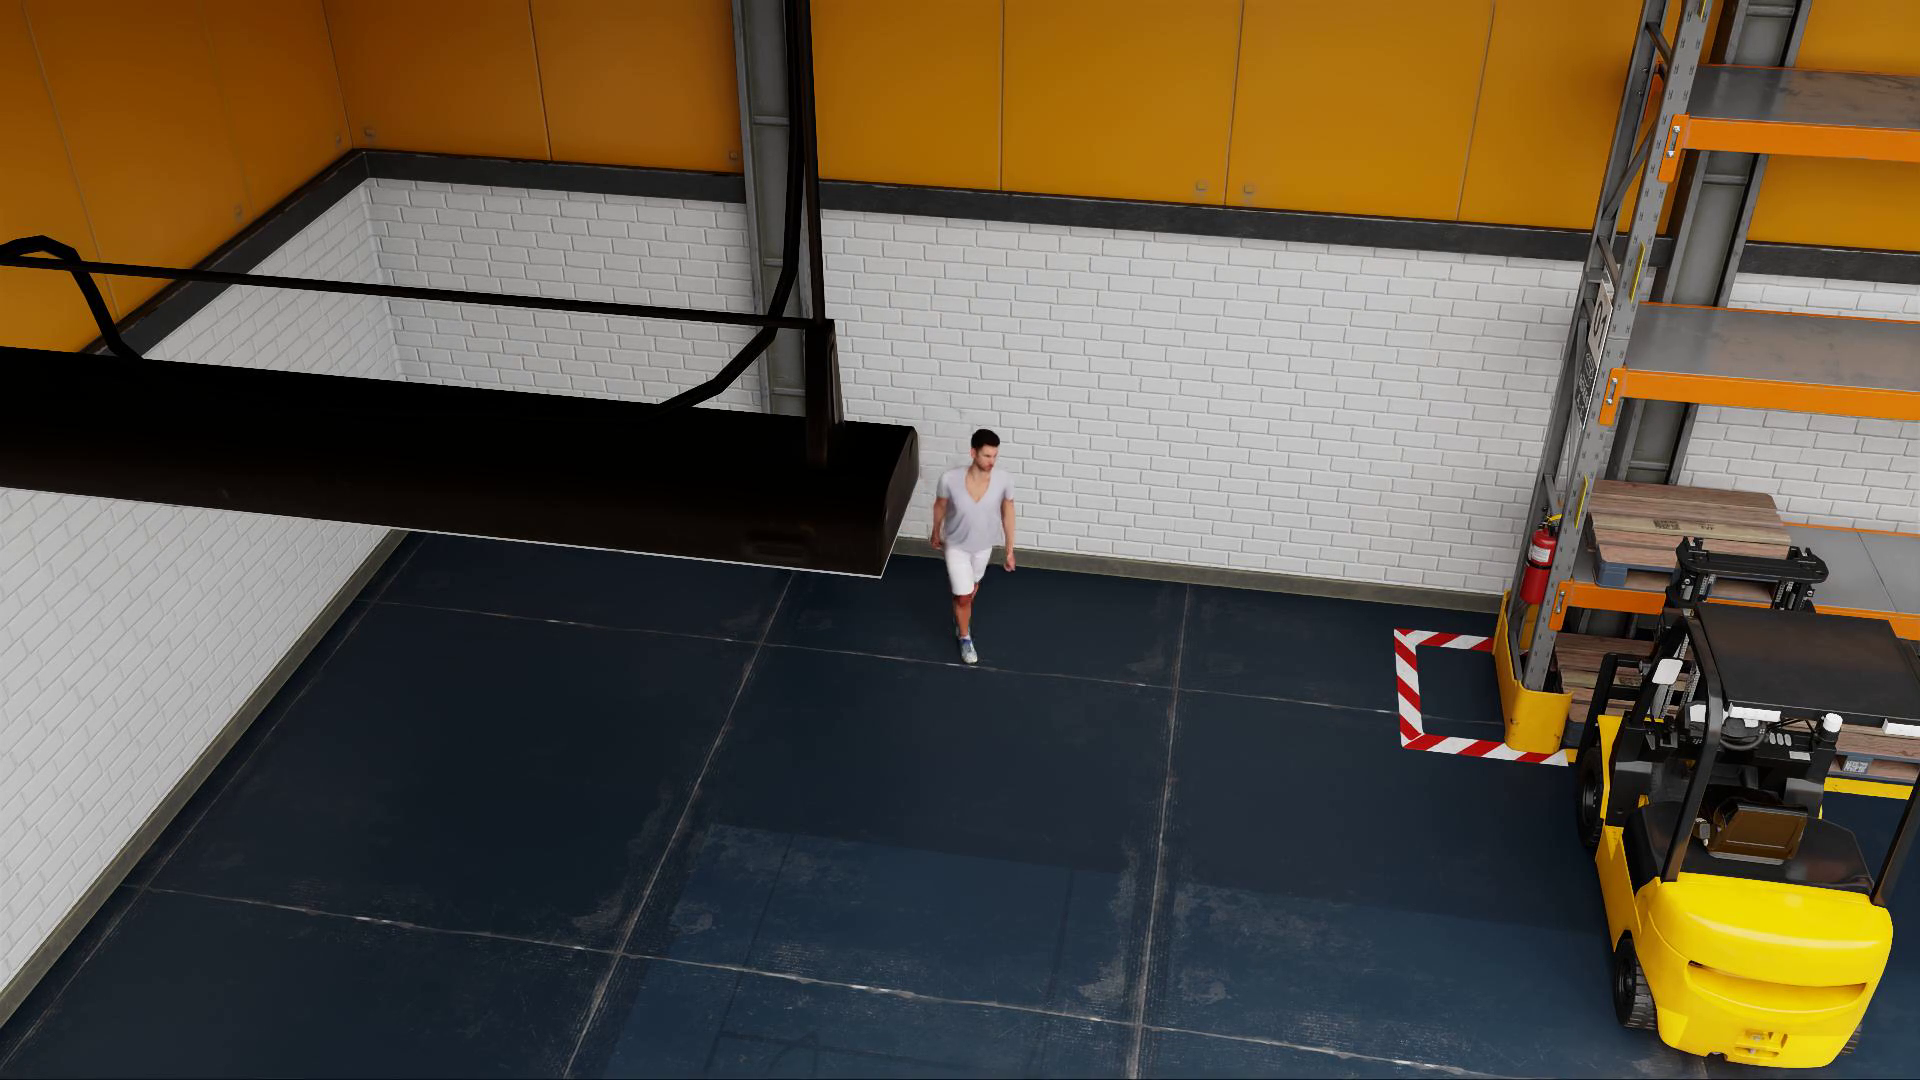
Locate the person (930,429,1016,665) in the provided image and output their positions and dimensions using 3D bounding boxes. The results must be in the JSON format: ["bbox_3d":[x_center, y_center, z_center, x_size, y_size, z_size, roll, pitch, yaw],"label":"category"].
[{"bbox_3d":[0.031,-0.030,11.594,0.948,1.799,0.953,-3,34,-4],"label":"person"}]
